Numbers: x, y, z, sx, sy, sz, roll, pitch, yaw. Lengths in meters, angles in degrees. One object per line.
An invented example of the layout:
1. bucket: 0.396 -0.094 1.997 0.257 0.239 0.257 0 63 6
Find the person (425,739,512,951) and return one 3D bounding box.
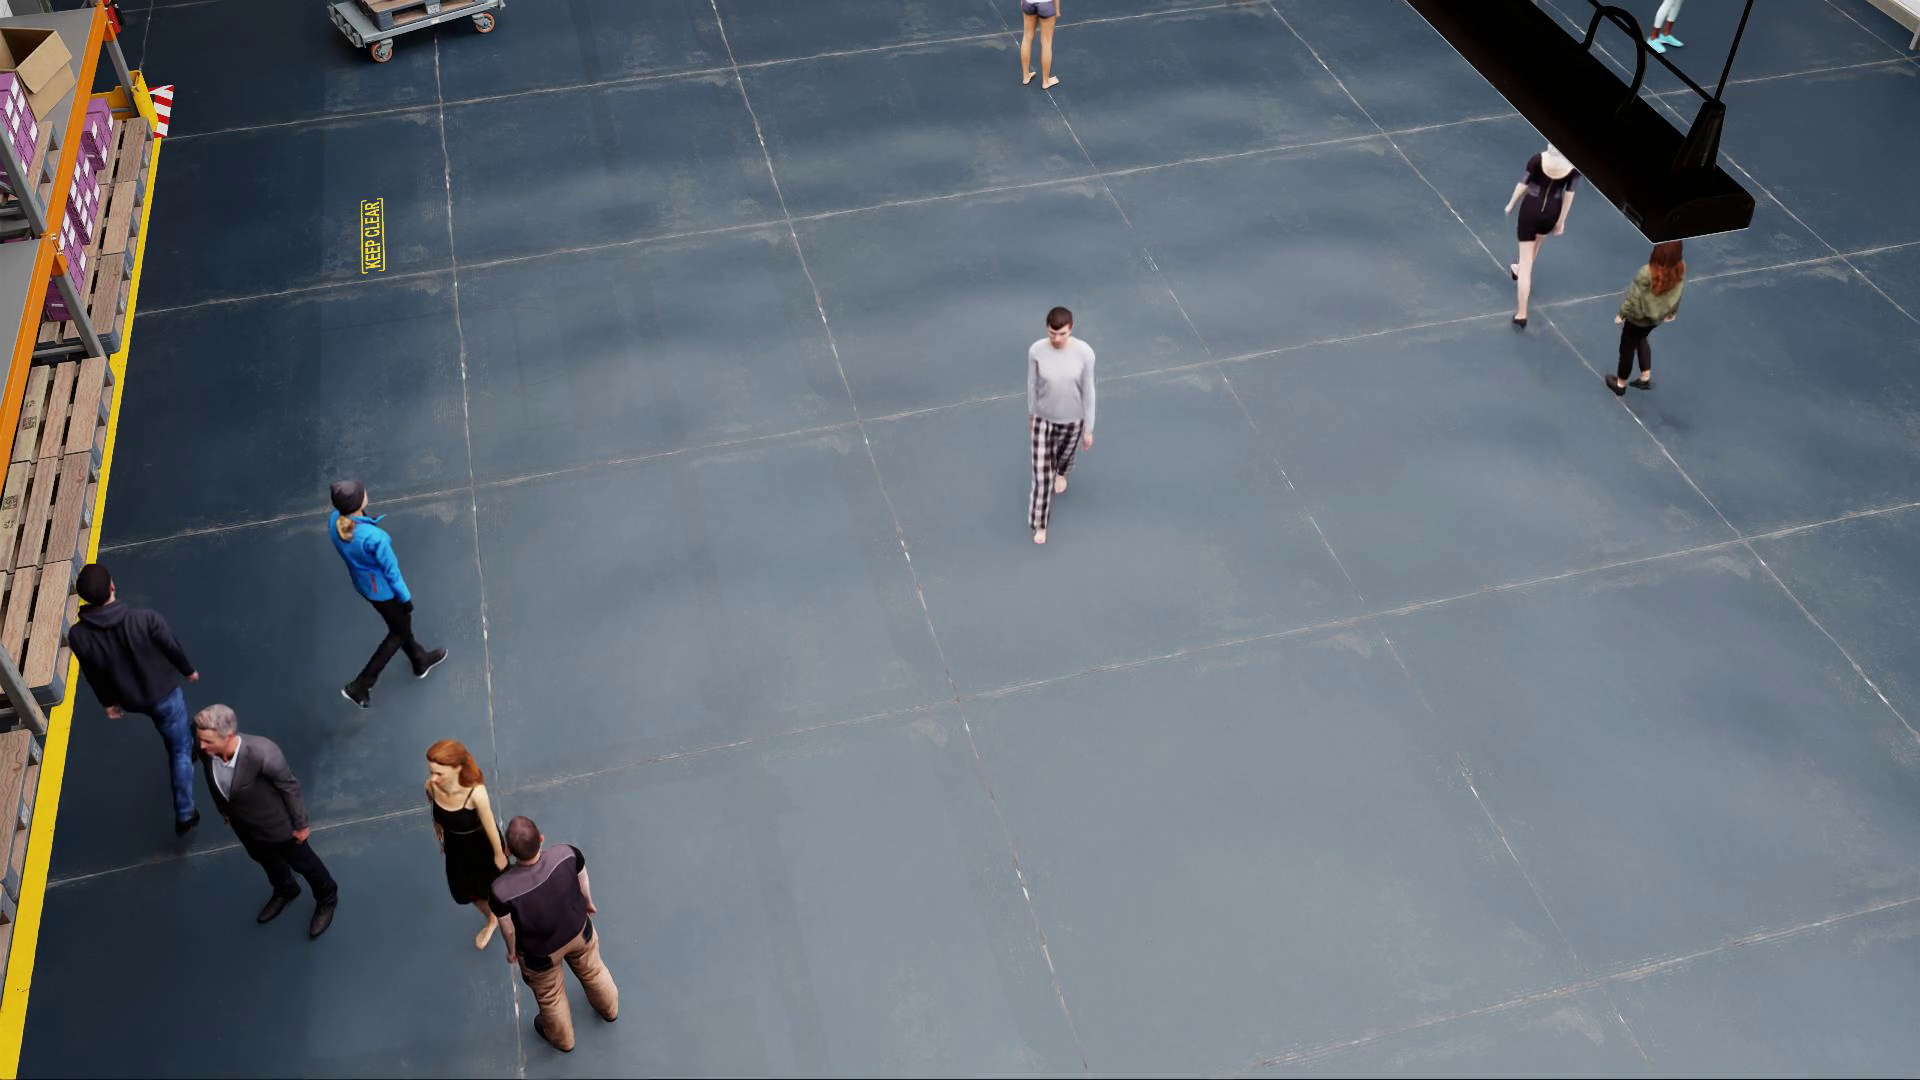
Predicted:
1. person: -2.661 1.639 9.282 0.795 1.608 0.884 14 45 14

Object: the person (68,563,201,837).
1. person: -4.795 0.963 9.817 0.723 1.849 1.241 -8 44 -8

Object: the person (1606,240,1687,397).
1. person: 5.366 -1.703 12.894 0.644 1.466 0.626 -16 46 -16

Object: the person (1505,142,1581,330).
1. person: 4.722 -2.553 13.555 0.853 1.783 1.222 2 44 2

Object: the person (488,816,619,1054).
1. person: -2.132 2.045 8.686 0.768 1.842 0.743 -29 51 -27

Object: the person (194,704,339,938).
1. person: -3.873 1.528 9.233 0.810 1.836 0.797 12 45 12

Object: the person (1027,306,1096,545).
1. person: 0.723 -0.936 11.850 0.921 1.794 1.251 4 44 4

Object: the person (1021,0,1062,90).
1. person: 0.788 -5.335 16.510 0.653 1.735 0.714 22 48 21

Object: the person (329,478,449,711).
1. person: -3.724 0.368 10.493 1.060 1.779 1.065 26 49 25
